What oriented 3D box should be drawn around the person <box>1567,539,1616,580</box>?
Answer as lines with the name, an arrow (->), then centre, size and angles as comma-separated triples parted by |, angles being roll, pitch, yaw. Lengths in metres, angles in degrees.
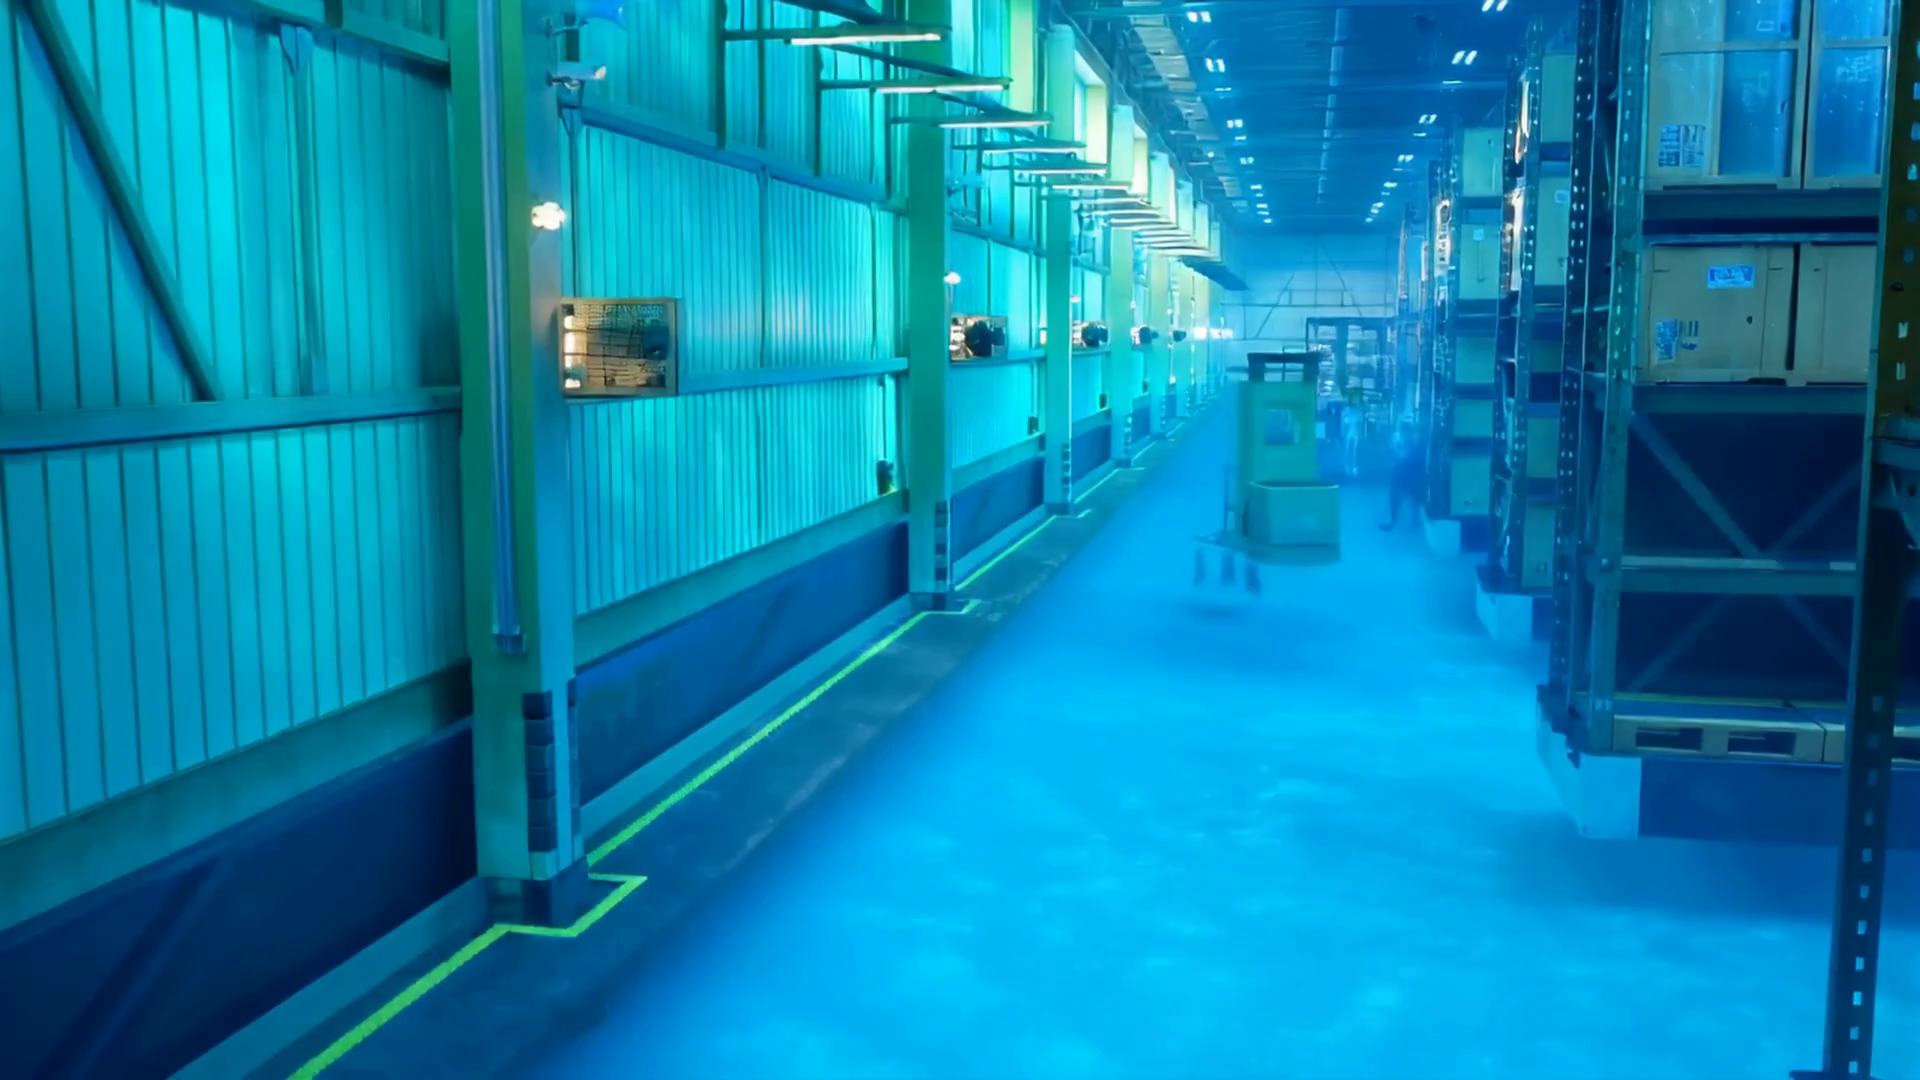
person -> 5.758, 0.373, 14.920 | 0.596, 1.731, 0.554 | -6, 9, -38

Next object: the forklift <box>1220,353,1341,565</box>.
forklift -> 4.366, -1.141, 22.525 | 1.129, 2.768, 1.873 | -1, 7, -8

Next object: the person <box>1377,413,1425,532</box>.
person -> 6.836, -1.051, 25.867 | 0.958, 1.842, 0.728 | -3, 8, -22

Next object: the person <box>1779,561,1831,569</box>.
person -> 6.964, 0.493, 13.677 | 0.438, 1.809, 0.614 | 7, 10, 43

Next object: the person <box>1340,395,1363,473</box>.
person -> 8.699, -2.368, 36.977 | 0.482, 1.715, 0.789 | 2, 7, 13
